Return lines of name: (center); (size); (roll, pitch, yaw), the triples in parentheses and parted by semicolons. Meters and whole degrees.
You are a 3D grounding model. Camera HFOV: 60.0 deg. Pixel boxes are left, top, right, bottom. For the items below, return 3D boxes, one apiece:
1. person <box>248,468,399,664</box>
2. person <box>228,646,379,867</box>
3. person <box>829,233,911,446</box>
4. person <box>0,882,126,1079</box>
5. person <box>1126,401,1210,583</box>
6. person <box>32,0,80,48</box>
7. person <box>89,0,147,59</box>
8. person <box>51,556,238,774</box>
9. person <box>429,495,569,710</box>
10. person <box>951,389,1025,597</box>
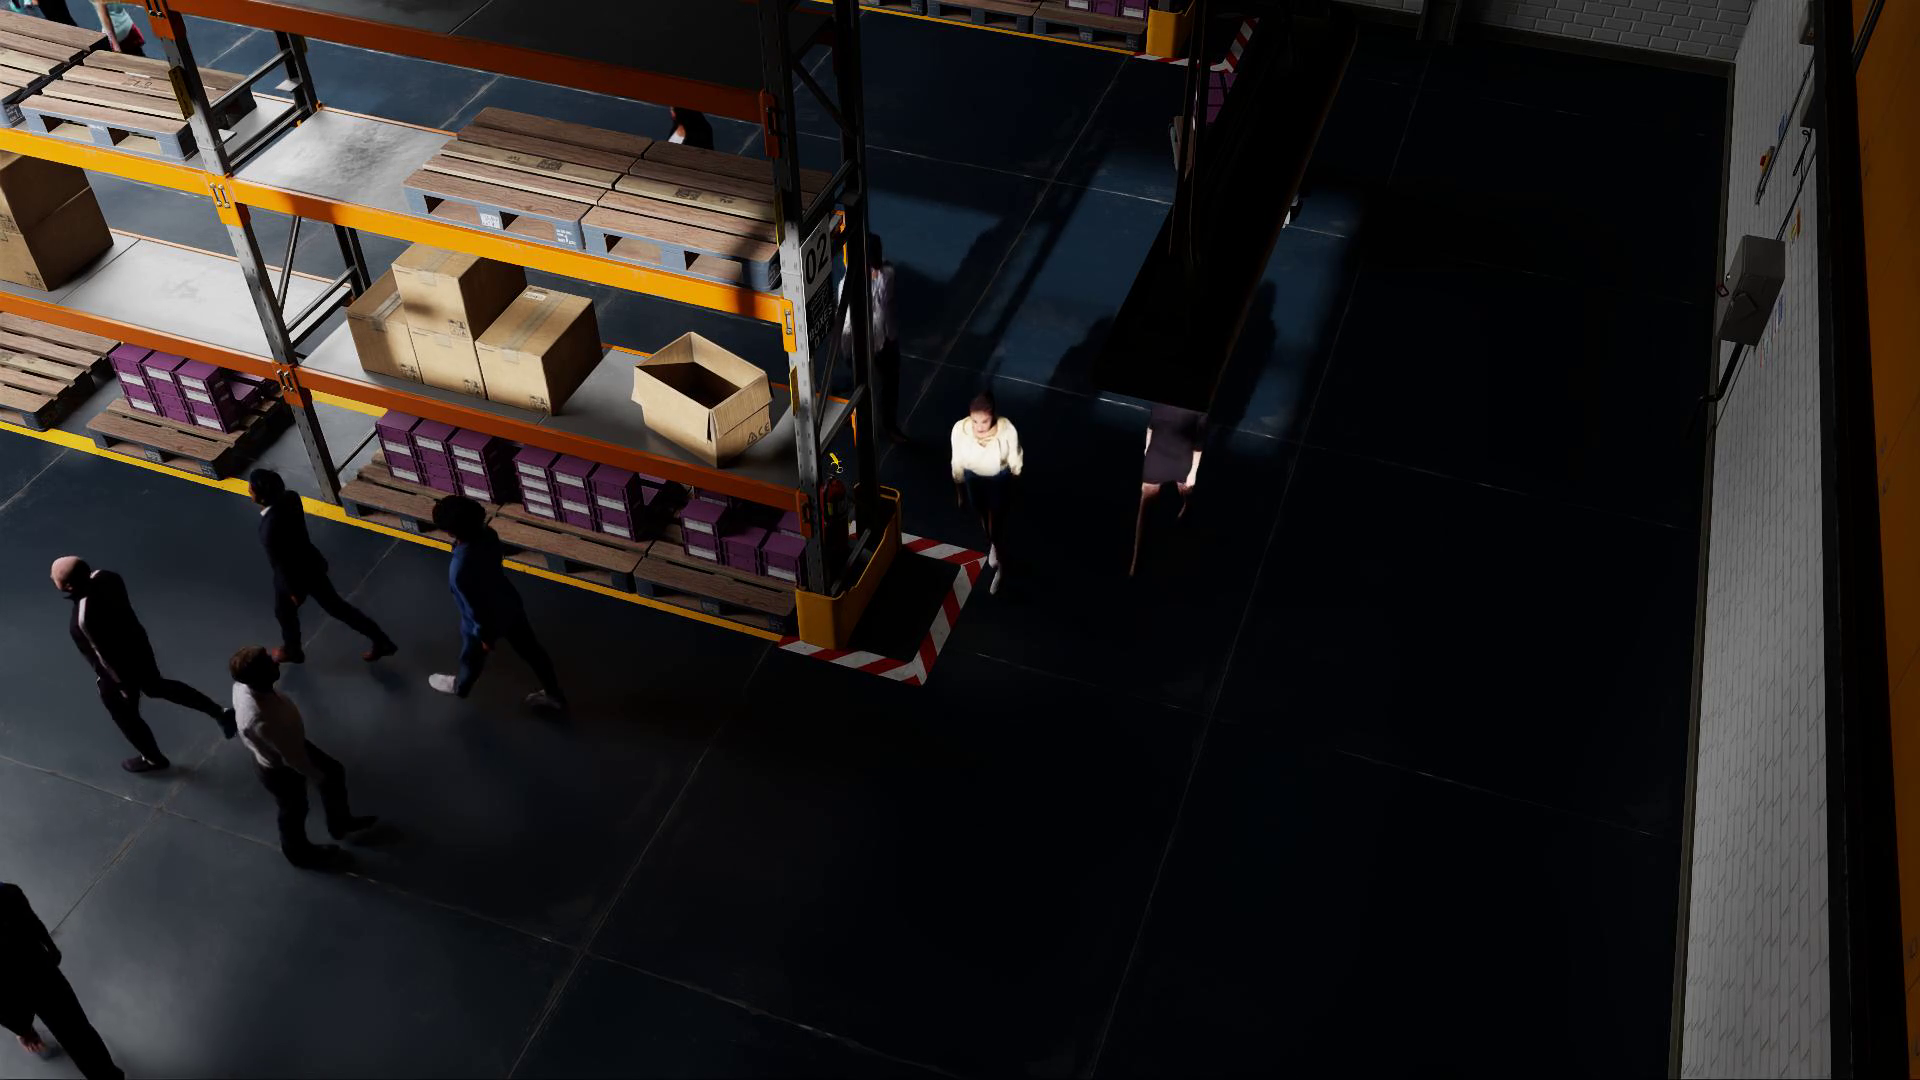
person: (-4.163, 0.226, 10.726); (1.238, 1.686, 0.893); (2, 44, 2)
person: (-3.952, 1.290, 9.527); (0.945, 1.798, 0.878); (-14, 45, -14)
person: (-0.718, -1.546, 12.478); (0.969, 1.833, 1.139); (-33, 53, -30)
person: (-4.889, 2.224, 8.524); (1.277, 1.830, 0.938); (30, 51, 28)
person: (1.523, -0.583, 11.533); (1.130, 1.744, 0.800); (22, 48, 21)
person: (-9.221, -5.557, 16.818); (0.597, 1.656, 0.636); (4, 44, 4)
person: (-8.010, -4.849, 16.021); (1.166, 1.729, 0.877); (0, 44, 0)
person: (-4.950, 0.752, 10.081); (1.106, 1.814, 0.906); (-2, 44, -2)
person: (-2.856, 0.465, 10.422); (1.145, 1.758, 0.717); (12, 45, 12)
person: (0.193, -0.442, 11.486); (0.755, 1.604, 0.760); (6, 44, 6)
